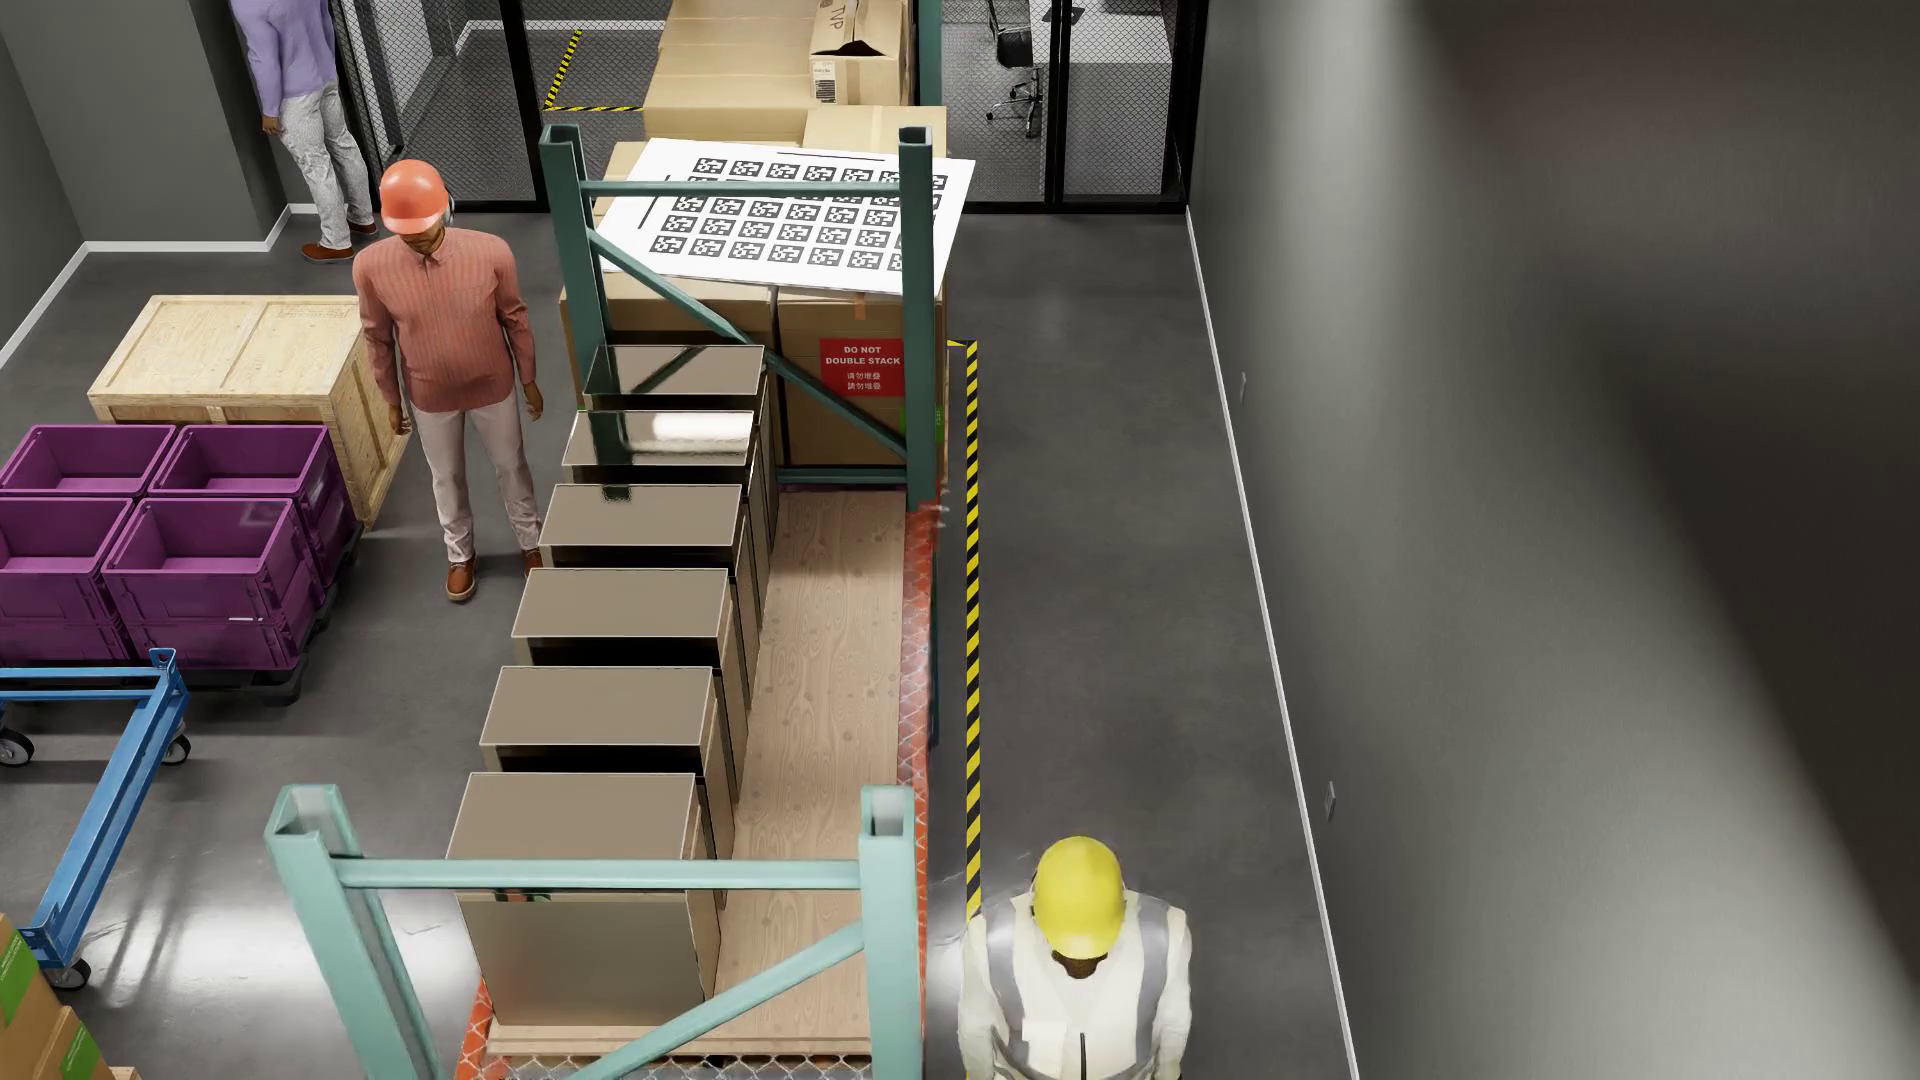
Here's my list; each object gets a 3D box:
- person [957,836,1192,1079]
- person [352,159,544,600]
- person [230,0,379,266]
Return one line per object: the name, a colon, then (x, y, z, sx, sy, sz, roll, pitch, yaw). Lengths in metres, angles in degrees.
person: (0.294, 1.354, 4.427, 0.611, 1.820, 0.517, -1, 41, -1)
person: (-1.961, -0.597, 6.529, 0.623, 1.989, 0.400, -9, 42, -11)
person: (-3.397, -2.338, 8.561, 0.372, 1.938, 0.631, 11, 42, 12)
